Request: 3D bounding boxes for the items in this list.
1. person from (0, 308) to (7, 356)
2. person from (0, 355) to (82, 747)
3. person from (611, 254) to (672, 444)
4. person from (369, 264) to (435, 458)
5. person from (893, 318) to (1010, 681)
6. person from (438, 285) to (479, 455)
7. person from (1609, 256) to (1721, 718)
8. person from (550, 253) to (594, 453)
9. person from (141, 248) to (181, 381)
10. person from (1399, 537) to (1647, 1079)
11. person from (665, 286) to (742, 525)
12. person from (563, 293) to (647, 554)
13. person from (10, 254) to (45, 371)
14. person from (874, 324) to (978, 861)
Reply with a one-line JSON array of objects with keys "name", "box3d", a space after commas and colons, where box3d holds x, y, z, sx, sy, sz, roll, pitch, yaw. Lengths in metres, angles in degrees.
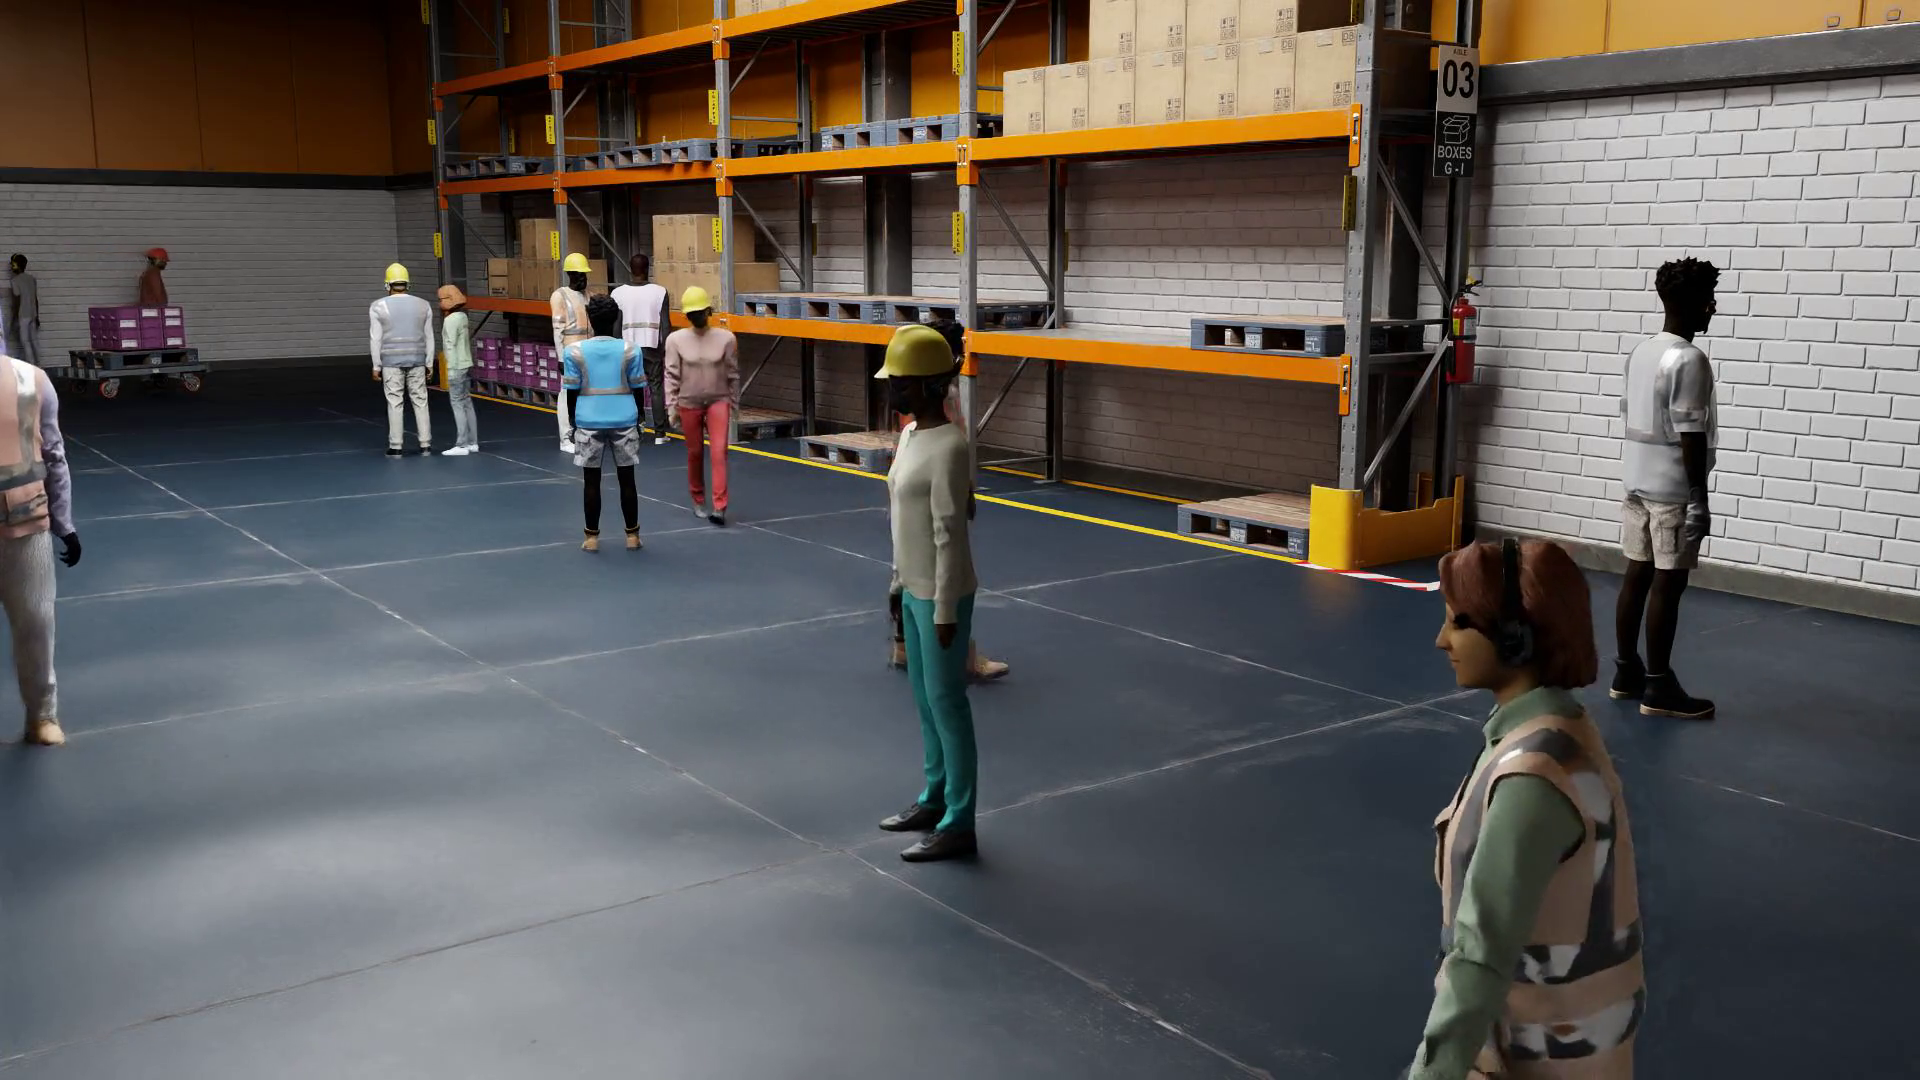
[{"name": "person", "box3d": [-8.939, -1.638, 15.197, 0.388, 1.928, 0.555, -4, 11, -20]}, {"name": "person", "box3d": [-3.818, -0.036, 6.505, 0.657, 1.837, 0.451, -7, 12, -34]}, {"name": "person", "box3d": [-3.195, -1.910, 16.746, 0.588, 1.913, 0.391, -1, 10, -5]}, {"name": "person", "box3d": [-5.256, -1.679, 15.708, 0.604, 1.834, 0.445, -7, 12, -32]}, {"name": "person", "box3d": [-0.014, -0.183, 7.714, 0.700, 1.670, 0.556, 3, 10, 14]}, {"name": "person", "box3d": [-4.828, -1.628, 15.976, 0.286, 1.624, 0.502, 0, 10, 2]}, {"name": "person", "box3d": [3.057, -0.227, 7.169, 0.367, 1.966, 0.605, -1, 10, -4]}, {"name": "person", "box3d": [-3.710, -1.810, 16.145, 0.384, 1.928, 0.588, 5, 11, 25]}, {"name": "person", "box3d": [-11.741, -3.311, 24.475, 0.772, 1.947, 0.606, -4, 11, -22]}, {"name": "person", "box3d": [0.934, 0.787, 2.521, 0.843, 1.599, 0.507, 3, 11, 16]}, {"name": "person", "box3d": [-1.838, -0.957, 11.964, 0.550, 1.712, 0.932, -2, 10, -10]}, {"name": "person", "box3d": [-2.313, -0.757, 10.883, 0.539, 1.700, 0.317, -3, 10, -15]}, {"name": "person", "box3d": [-13.759, -3.268, 24.477, 0.310, 1.868, 0.533, 1, 10, 7]}, {"name": "person", "box3d": [-0.115, 0.176, 5.495, 0.334, 1.765, 0.525, -3, 10, -15]}]
